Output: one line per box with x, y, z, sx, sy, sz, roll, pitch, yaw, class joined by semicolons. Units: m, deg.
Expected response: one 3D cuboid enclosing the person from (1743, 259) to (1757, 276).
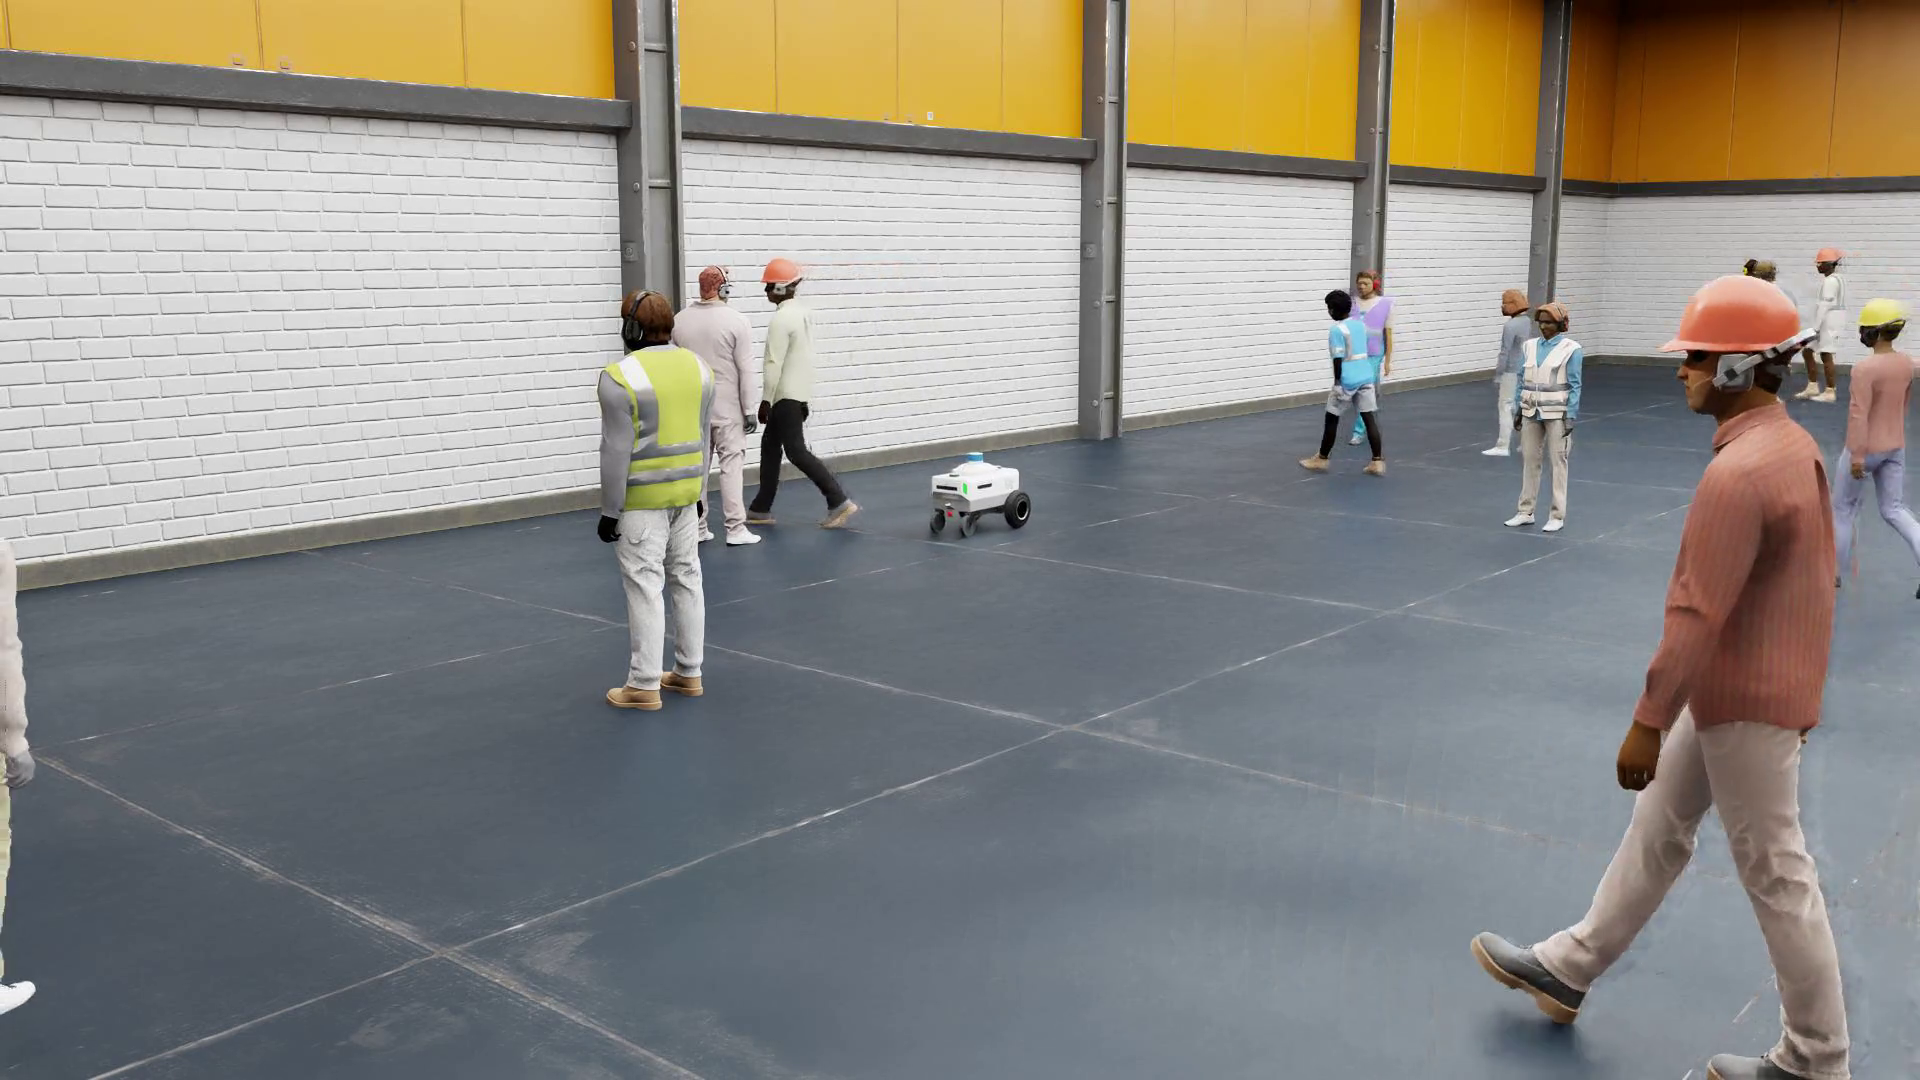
11.446;-3.141;24.179;0.515;1.865;0.315;1;10;4;person

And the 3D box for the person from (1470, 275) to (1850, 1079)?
1.718;0.359;3.981;0.981;1.946;0.652;7;12;33;person

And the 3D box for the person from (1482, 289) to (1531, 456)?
5.369;-1.622;16.188;0.398;1.624;0.554;9;13;40;person

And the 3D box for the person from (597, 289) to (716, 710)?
-1.361;-0.176;7.346;0.429;1.847;0.627;7;12;34;person

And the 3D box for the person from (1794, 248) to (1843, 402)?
11.290;-2.816;21.872;0.665;2.023;0.624;4;11;23;person

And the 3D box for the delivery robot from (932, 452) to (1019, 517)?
0.111;-0.384;11.931;0.477;0.478;0.707;7;12;36;delivery robot

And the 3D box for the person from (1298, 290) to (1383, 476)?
3.471;-1.404;14.881;0.653;1.638;0.812;-8;13;-39;person

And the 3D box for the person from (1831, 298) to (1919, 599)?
5.364;-0.530;9.659;0.528;1.742;0.791;-4;11;-23;person

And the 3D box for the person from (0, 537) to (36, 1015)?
-2.620;0.518;4.121;0.551;1.598;0.523;-4;11;-20;person

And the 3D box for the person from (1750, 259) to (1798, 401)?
7.863;-1.789;16.310;0.639;1.923;0.740;1;10;3;person

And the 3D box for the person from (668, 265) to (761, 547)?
-1.654;-0.909;11.341;0.645;1.907;0.400;4;11;22;person

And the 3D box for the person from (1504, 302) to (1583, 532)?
4.210;-0.882;11.952;0.308;1.638;0.511;-7;12;-36;person

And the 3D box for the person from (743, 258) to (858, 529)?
-1.204;-1.050;12.000;0.963;1.961;0.624;1;10;7;person

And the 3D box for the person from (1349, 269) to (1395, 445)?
4.232;-1.912;17.316;0.572;1.817;0.798;7;12;34;person
